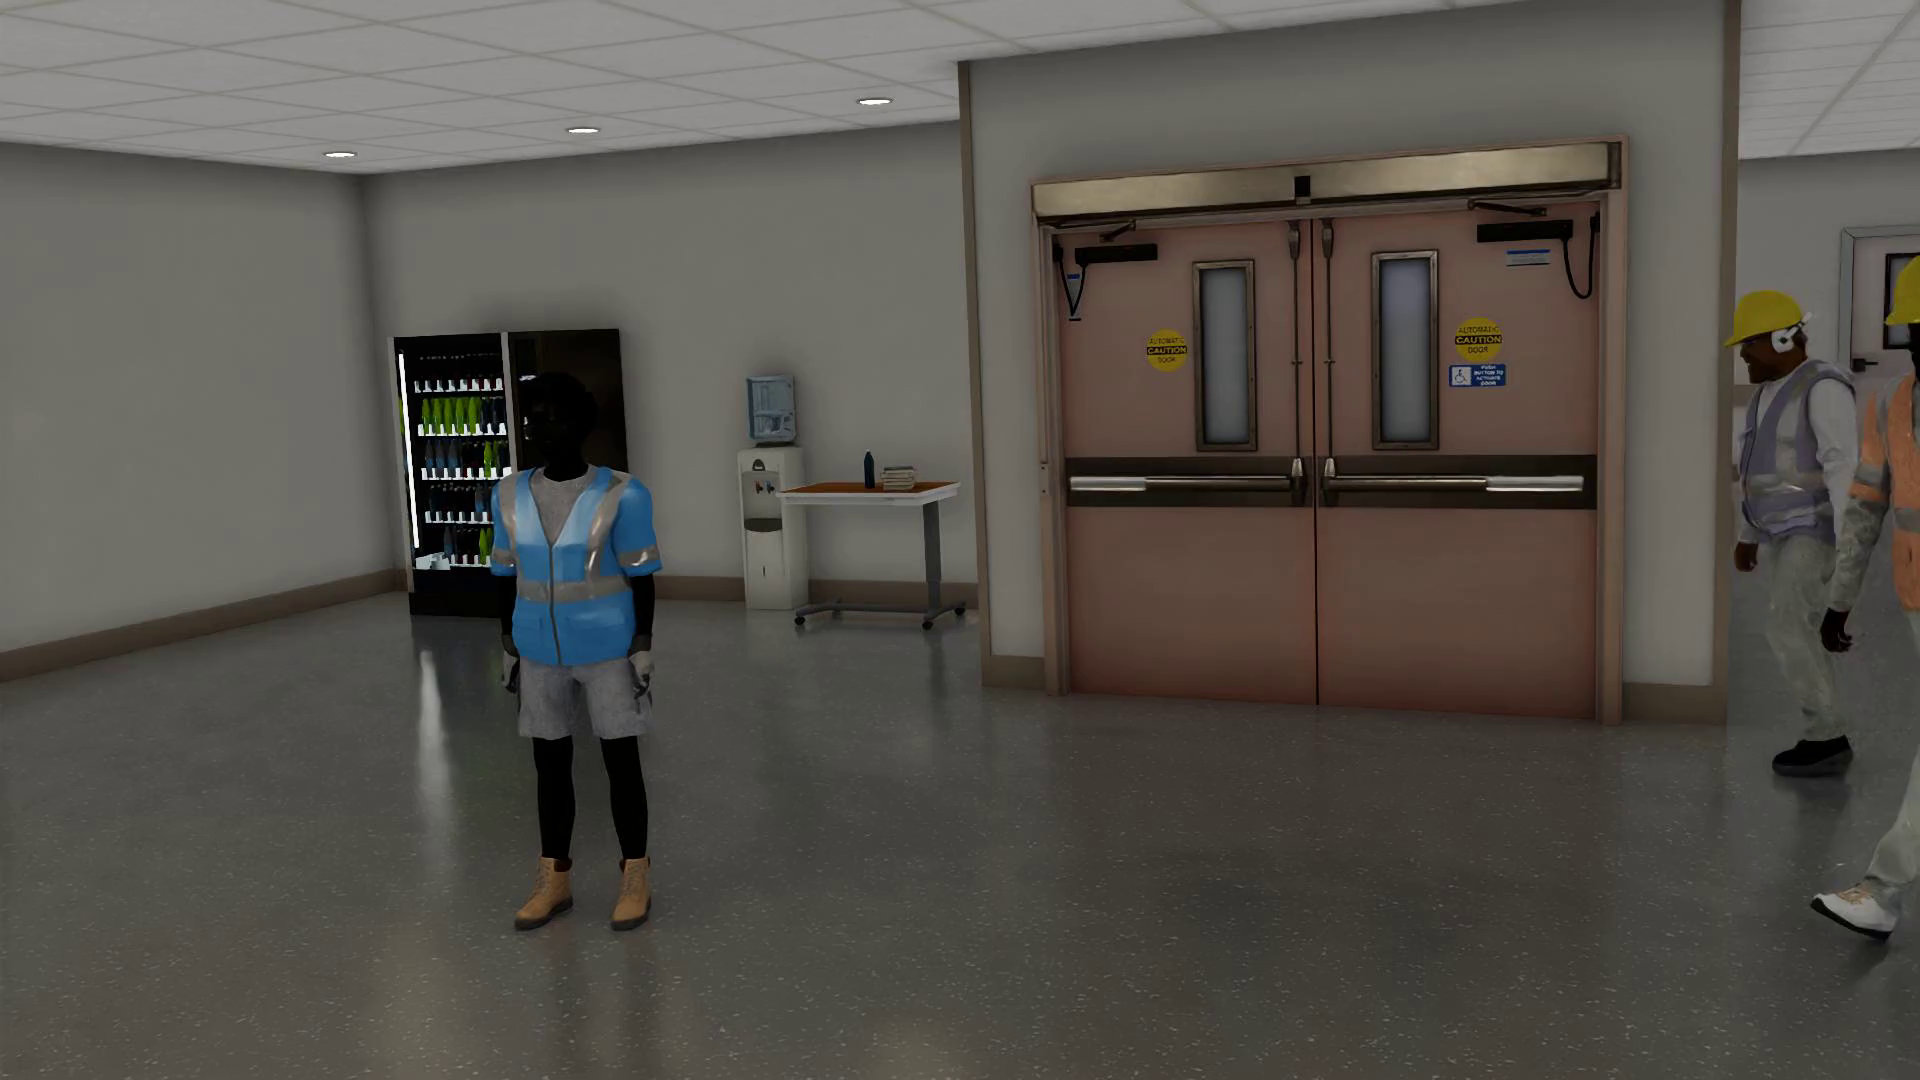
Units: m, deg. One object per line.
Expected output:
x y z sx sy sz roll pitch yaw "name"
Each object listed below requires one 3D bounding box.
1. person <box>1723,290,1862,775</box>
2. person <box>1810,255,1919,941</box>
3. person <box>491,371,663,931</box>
3.113 -0.032 6.213 0.472 1.792 0.671 -2 7 2 "person"
2.667 0.152 4.583 0.955 1.873 0.614 -4 8 -16 "person"
-1.157 0.338 5.045 0.536 1.696 0.322 -1 8 11 "person"
